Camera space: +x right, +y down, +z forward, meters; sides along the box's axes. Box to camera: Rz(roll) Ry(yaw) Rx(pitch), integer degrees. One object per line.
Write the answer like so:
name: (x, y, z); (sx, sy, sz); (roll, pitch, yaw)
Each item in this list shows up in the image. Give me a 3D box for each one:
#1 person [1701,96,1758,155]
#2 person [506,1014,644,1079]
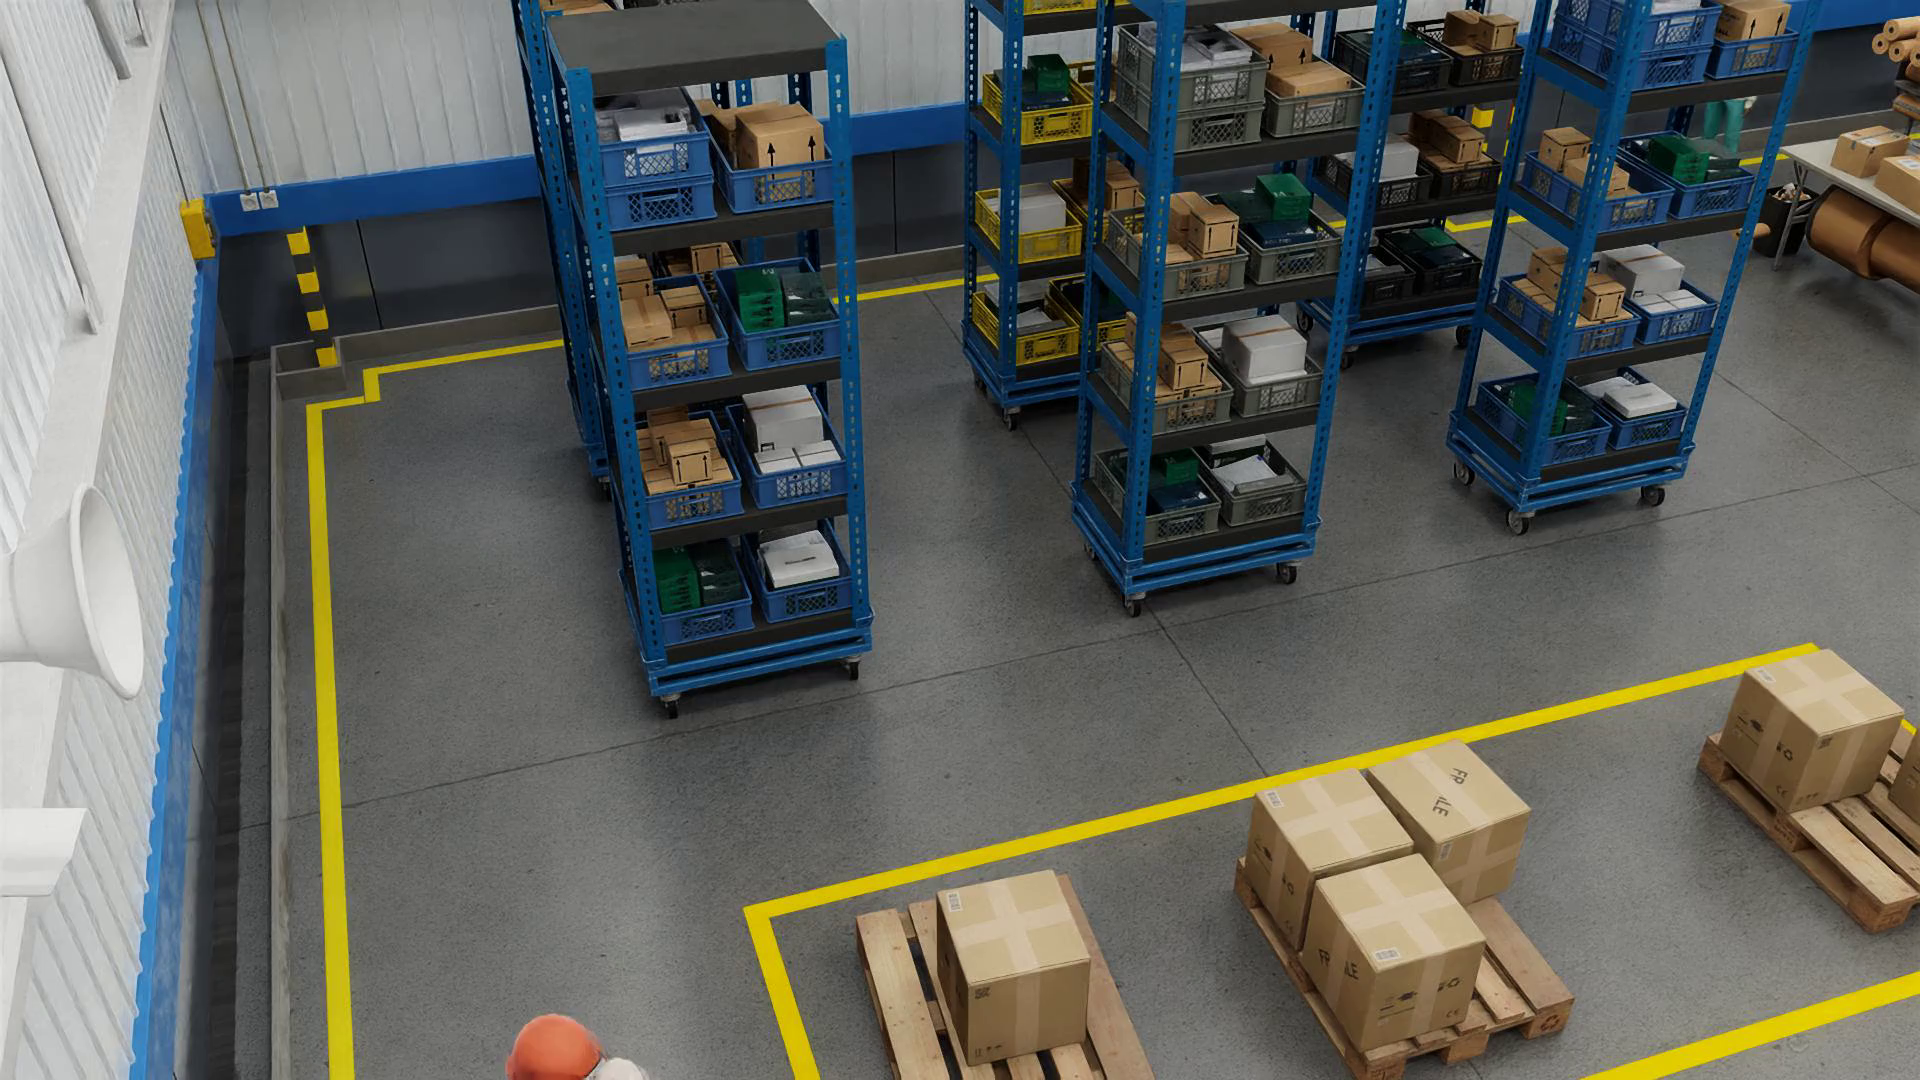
person: (6.527, -3.779, 14.115); (0.327, 1.765, 0.524); (-17, 39, -22)
person: (-1.129, 2.272, 5.376); (0.802, 1.952, 0.631); (9, 36, 12)
